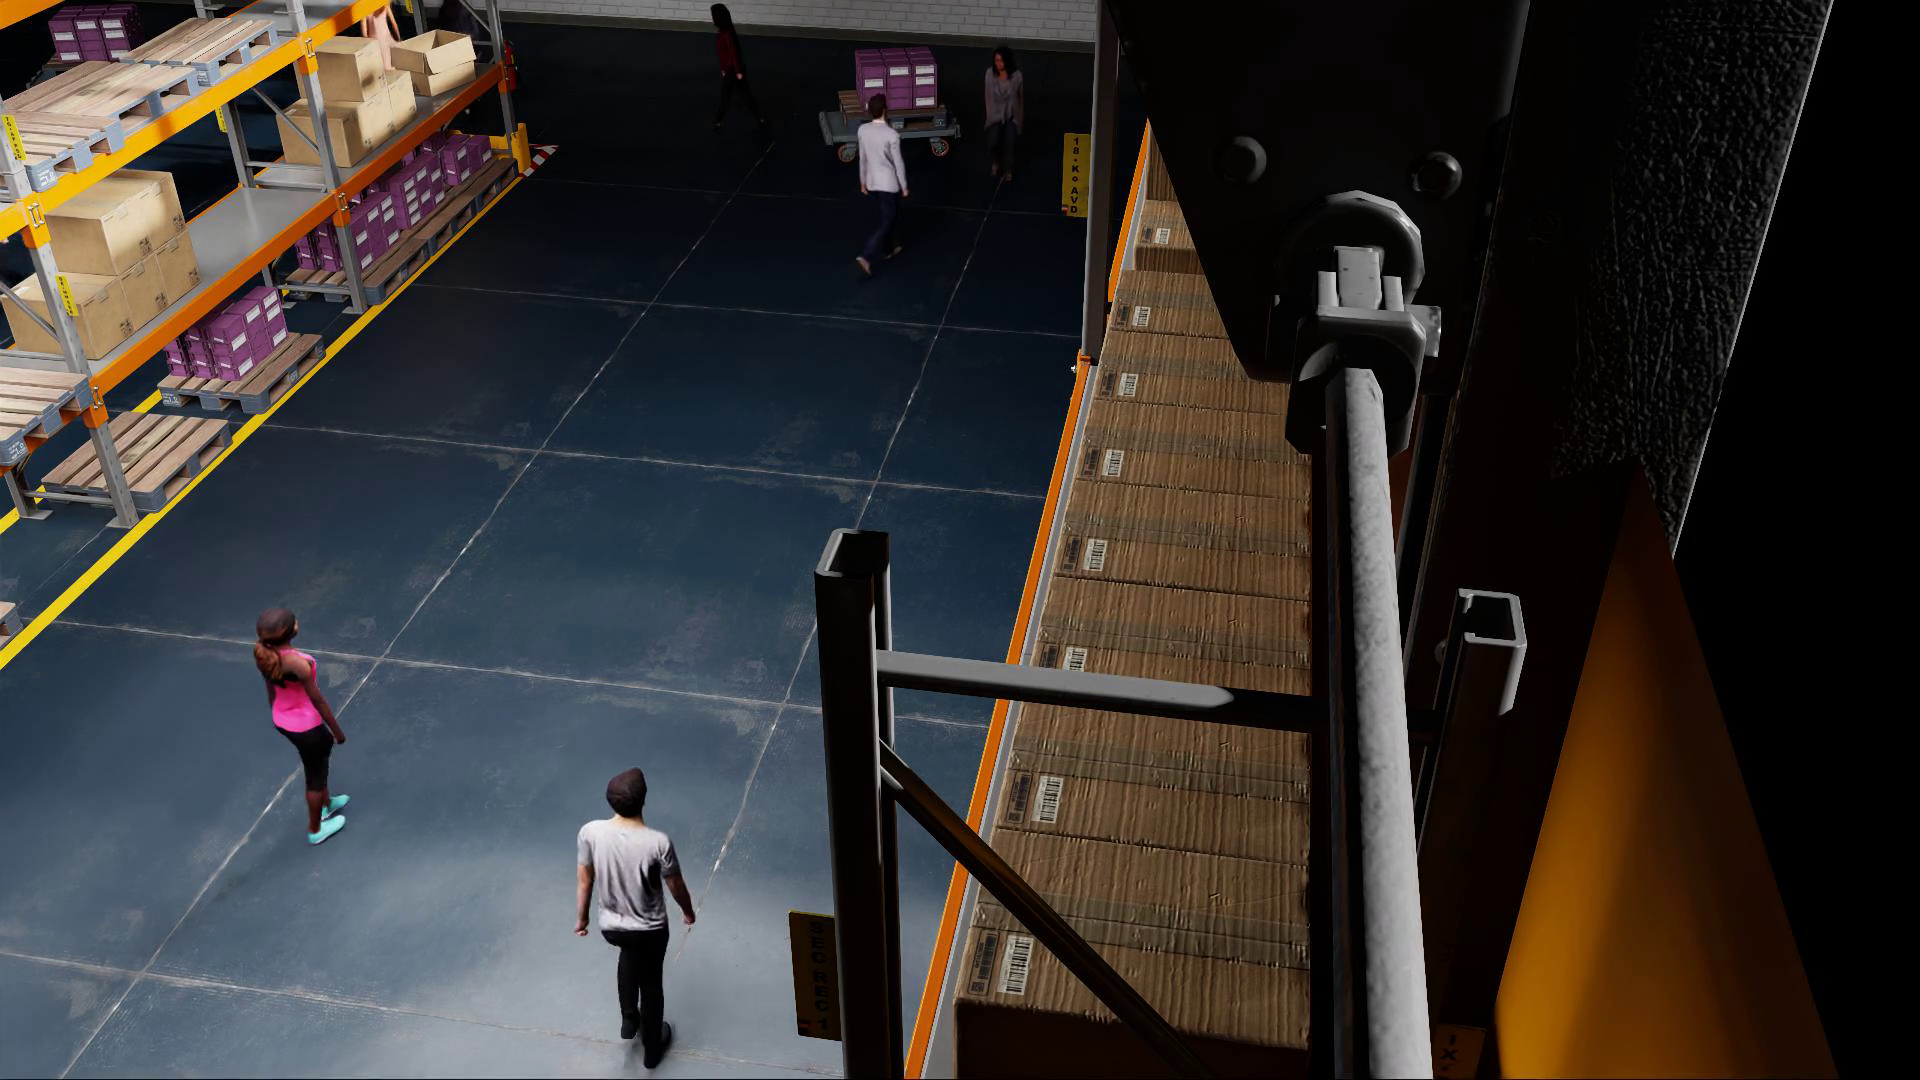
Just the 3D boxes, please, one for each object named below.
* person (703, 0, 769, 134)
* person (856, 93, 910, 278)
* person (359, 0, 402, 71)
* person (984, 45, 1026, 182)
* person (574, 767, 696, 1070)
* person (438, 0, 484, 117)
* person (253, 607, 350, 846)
[{"bbox_3d":[-2.695,-5.790,20.566,0.894,1.607,1.052,-8,34,-12],"label":"person"},{"bbox_3d":[-0.843,-3.634,17.126,1.038,1.825,1.242,24,40,31],"label":"person"},{"bbox_3d":[-7.256,-6.193,20.999,0.741,1.798,0.828,-18,37,-24],"label":"person"},{"bbox_3d":[0.539,-5.005,19.397,0.636,1.593,0.658,4,34,6],"label":"person"},{"bbox_3d":[-1.722,2.031,8.586,0.739,1.844,0.650,8,34,11],"label":"person"},{"bbox_3d":[-6.370,-6.219,21.258,0.901,1.556,1.177,-5,34,-7],"label":"person"},{"bbox_3d":[-4.041,1.161,10.015,0.687,1.710,0.731,20,39,28],"label":"person"}]
